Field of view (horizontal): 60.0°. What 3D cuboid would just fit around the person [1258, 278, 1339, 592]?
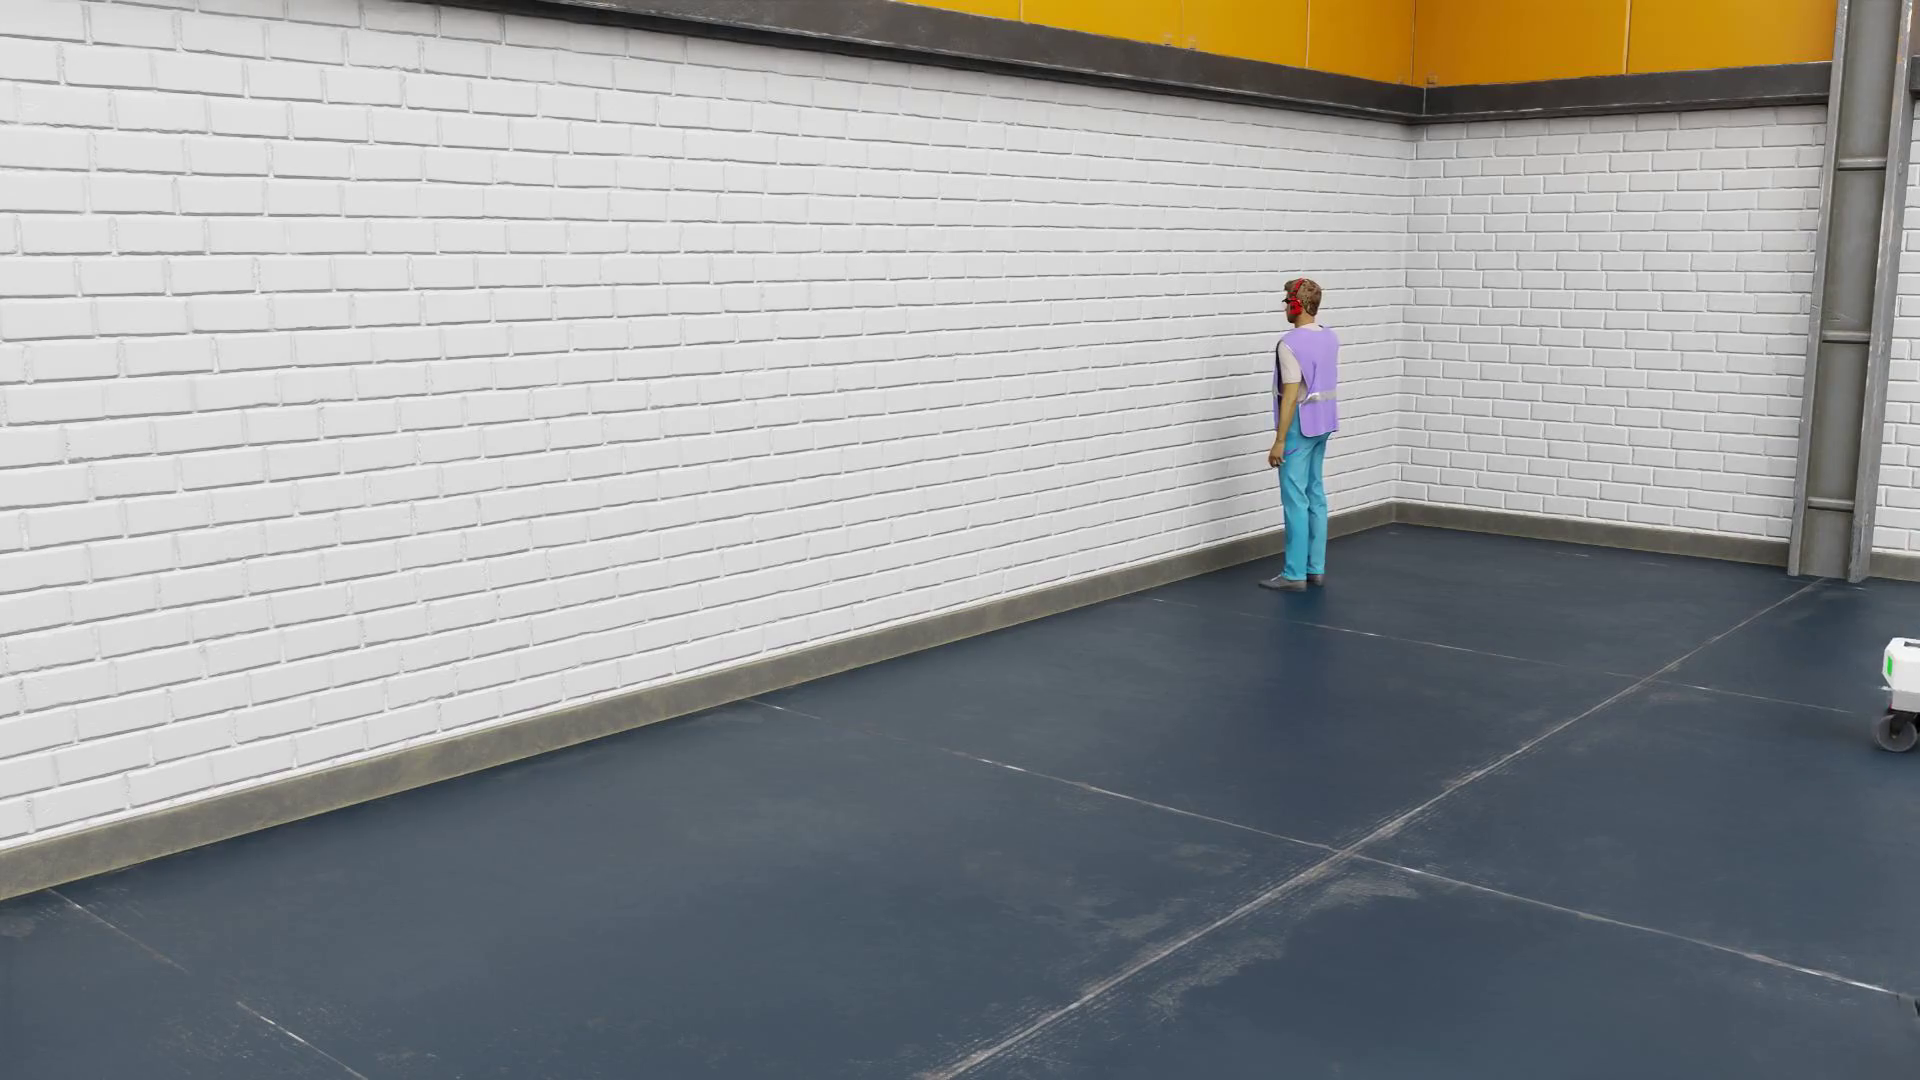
[{"bbox_3d":[2.033,-0.615,9.842,0.378,1.841,0.569,8,13,39],"label":"person"}]

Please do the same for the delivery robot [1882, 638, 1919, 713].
[{"bbox_3d":[4.069,0.552,6.598,0.707,0.478,0.477,7,12,35],"label":"delivery robot"}]
